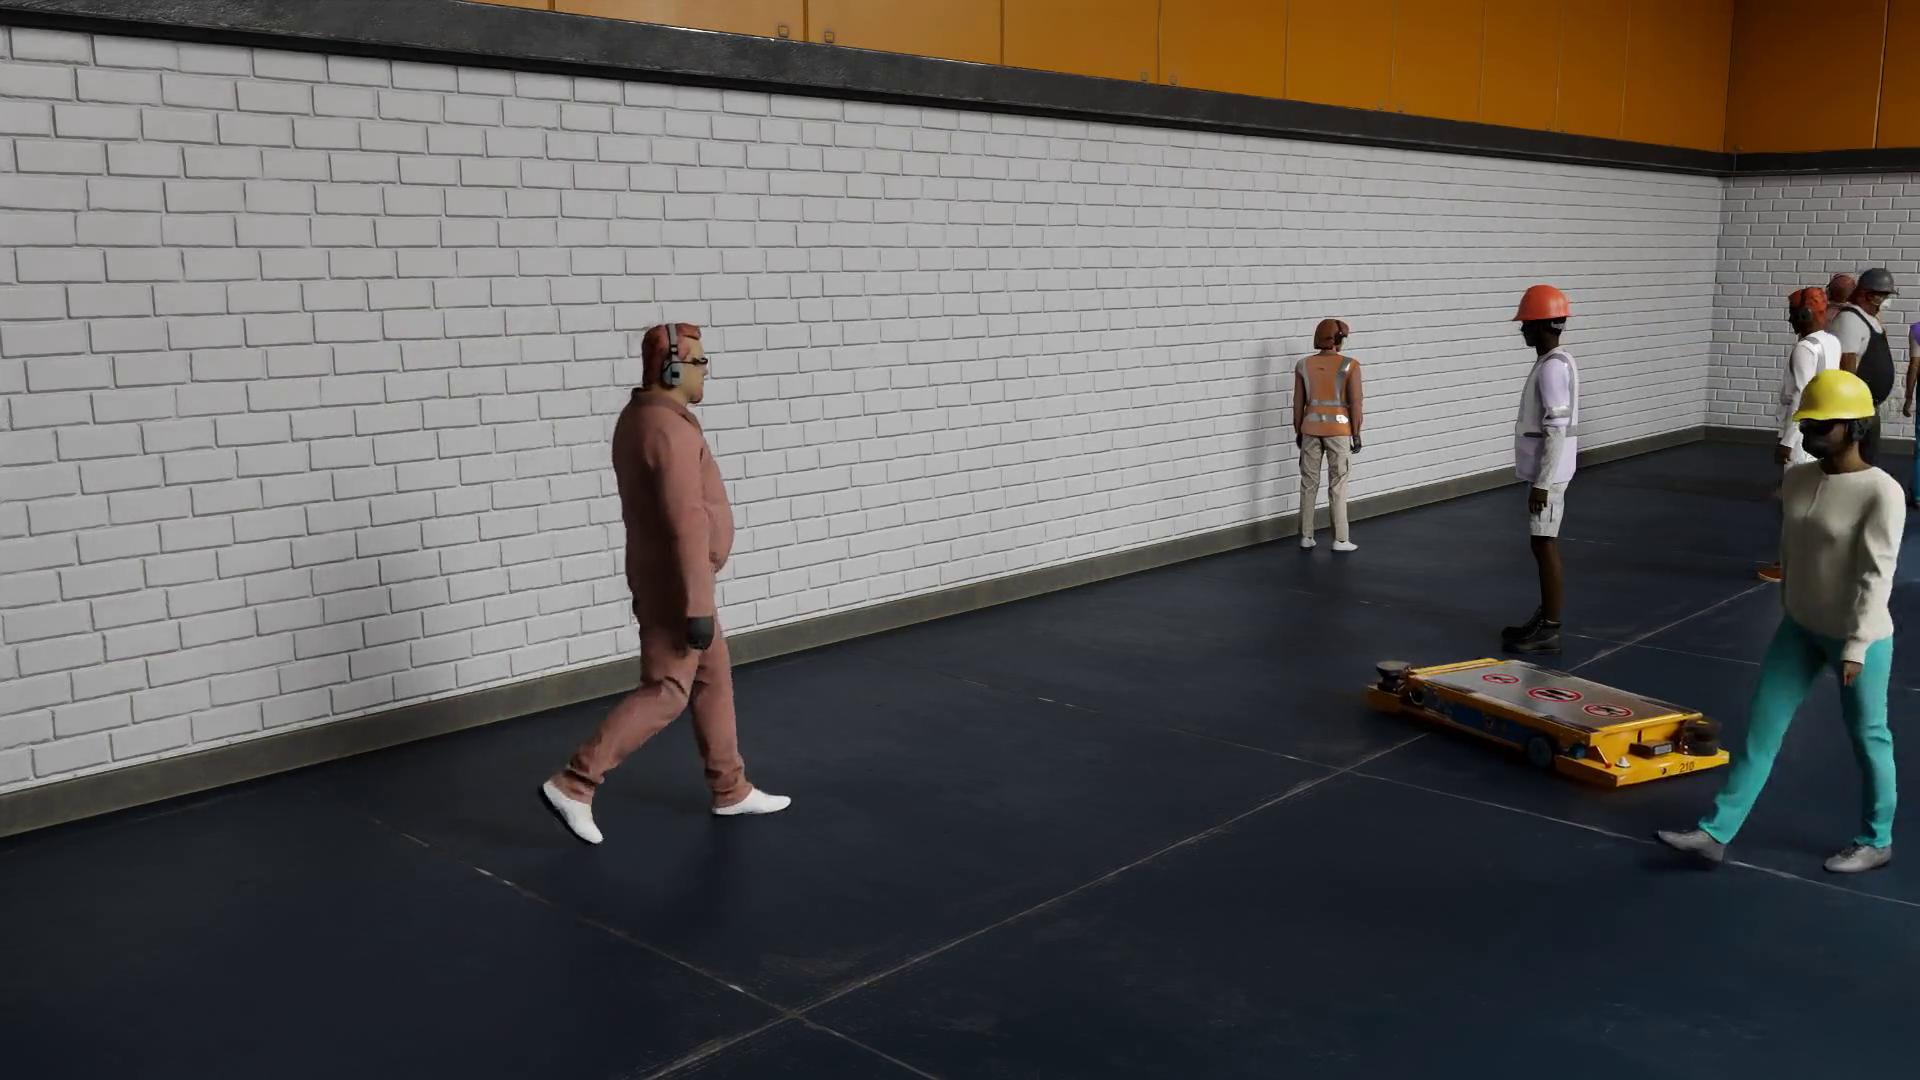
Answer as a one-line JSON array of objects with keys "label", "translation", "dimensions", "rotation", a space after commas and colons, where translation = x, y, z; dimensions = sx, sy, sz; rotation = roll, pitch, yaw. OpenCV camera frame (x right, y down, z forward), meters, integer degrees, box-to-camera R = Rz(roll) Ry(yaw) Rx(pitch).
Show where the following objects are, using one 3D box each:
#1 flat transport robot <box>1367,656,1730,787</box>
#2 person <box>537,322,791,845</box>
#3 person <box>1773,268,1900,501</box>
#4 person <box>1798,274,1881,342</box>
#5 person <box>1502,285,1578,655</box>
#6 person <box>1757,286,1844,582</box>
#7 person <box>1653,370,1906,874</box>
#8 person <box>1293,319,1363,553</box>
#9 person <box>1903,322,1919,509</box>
[{"label": "flat transport robot", "translation": [2.496, 0.742, 7.193], "dimensions": [0.652, 0.197, 1.431], "rotation": [-5, 11, -27]}, {"label": "person", "translation": [-1.079, 0.158, 5.969], "dimensions": [0.901, 1.875, 0.652], "rotation": [-4, 11, -21]}, {"label": "person", "translation": [7.171, -1.254, 13.518], "dimensions": [0.691, 2.000, 0.947], "rotation": [-9, 14, -43]}, {"label": "person", "translation": [7.377, -1.282, 14.050], "dimensions": [0.643, 1.913, 0.411], "rotation": [2, 10, 14]}, {"label": "person", "translation": [3.038, -0.361, 8.735], "dimensions": [0.370, 1.933, 0.550], "rotation": [4, 11, 20]}, {"label": "person", "translation": [5.370, -0.663, 10.593], "dimensions": [0.573, 1.887, 0.354], "rotation": [-10, 14, -44]}, {"label": "person", "translation": [2.820, 0.303, 5.536], "dimensions": [0.882, 1.717, 0.551], "rotation": [-3, 10, -15]}, {"label": "person", "translation": [2.580, -0.730, 11.684], "dimensions": [0.512, 1.638, 0.312], "rotation": [7, 12, 37]}, {"label": "person", "translation": [7.995, -1.158, 13.543], "dimensions": [0.566, 1.841, 0.388], "rotation": [3, 10, 16]}]
